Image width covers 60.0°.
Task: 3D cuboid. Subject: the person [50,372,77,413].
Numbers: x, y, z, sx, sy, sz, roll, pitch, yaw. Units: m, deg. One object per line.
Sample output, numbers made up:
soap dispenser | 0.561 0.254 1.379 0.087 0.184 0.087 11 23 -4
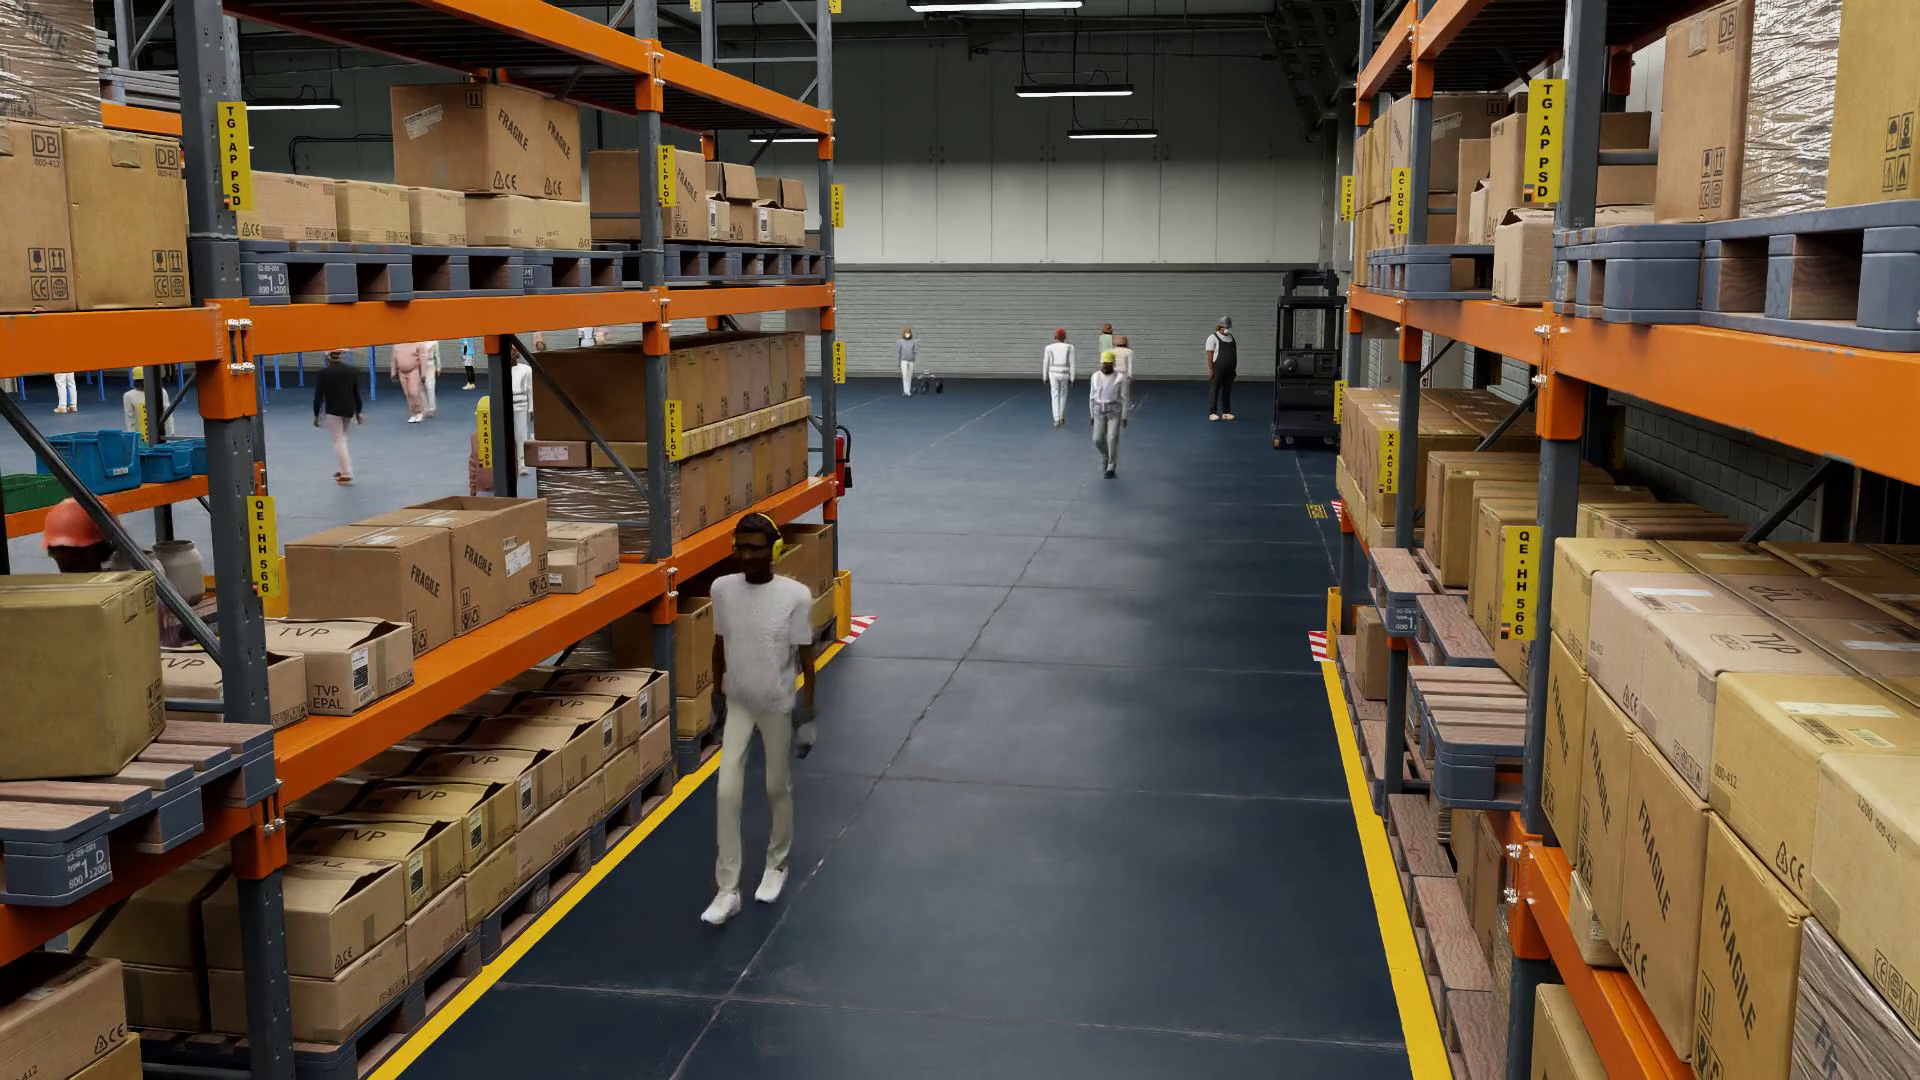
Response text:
person | -18.584 -3.568 34.435 0.429 1.843 0.633 3 10 18

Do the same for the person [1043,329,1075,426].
person | 1.875 -3.084 31.496 0.591 1.835 0.970 0 9 3

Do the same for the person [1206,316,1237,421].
person | 5.189 -3.357 32.655 0.682 2.000 0.538 -5 11 -29

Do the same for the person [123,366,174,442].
person | -10.267 -1.349 21.065 0.535 1.730 0.731 -3 10 -20

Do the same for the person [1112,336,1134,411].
person | 3.332 -3.395 34.158 0.520 1.584 0.874 4 10 23

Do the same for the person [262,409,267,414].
person | -14.669 -3.498 33.904 0.906 1.881 0.395 -3 10 -16

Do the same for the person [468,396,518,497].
person | -4.344 -0.454 15.464 0.522 1.769 0.310 3 10 21

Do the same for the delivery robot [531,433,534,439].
delivery robot | -6.286 -1.562 25.849 0.707 0.478 0.477 1 9 9

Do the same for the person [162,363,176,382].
person | -20.943 -5.131 43.788 0.376 1.934 0.547 2 9 11

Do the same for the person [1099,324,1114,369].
person | 3.580 -4.448 40.502 0.282 1.632 0.502 -6 11 -32

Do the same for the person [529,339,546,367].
person | -8.056 -3.084 32.182 0.521 1.615 0.756 -2 9 -12

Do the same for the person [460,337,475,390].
person | -12.139 -4.557 40.983 0.316 1.696 0.541 0 9 0

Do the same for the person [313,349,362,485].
person | -8.607 -1.756 22.840 0.701 1.970 0.648 6 11 31

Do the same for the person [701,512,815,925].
person | -0.937 0.798 7.485 0.567 1.842 0.809 2 9 11

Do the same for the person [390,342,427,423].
person | -10.616 -3.186 31.962 0.654 1.880 0.587 2 9 13

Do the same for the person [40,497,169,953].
person | -3.690 0.802 7.046 0.630 1.983 1.067 1 9 7

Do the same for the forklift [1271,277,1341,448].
forklift | 5.847 -3.016 27.970 1.129 2.768 1.873 1 9 9

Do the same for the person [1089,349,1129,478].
person | 2.119 -1.800 23.620 0.599 1.818 0.499 5 10 26

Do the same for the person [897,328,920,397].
person | -1.199 -4.128 38.656 0.514 1.583 0.852 -2 9 -10

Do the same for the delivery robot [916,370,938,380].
delivery robot | -0.790 -3.953 39.803 0.335 0.223 0.698 6 10 32

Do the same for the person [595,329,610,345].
person | -6.441 -2.829 29.795 0.675 1.859 0.980 2 10 15

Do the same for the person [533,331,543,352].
person | -10.756 -4.816 42.396 0.337 1.759 0.525 -3 10 -18

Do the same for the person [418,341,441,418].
person | -10.614 -3.352 32.889 0.595 1.908 0.893 -1 9 -7

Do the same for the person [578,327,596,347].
person | -10.216 -5.313 45.636 0.540 1.697 0.317 -5 11 -29

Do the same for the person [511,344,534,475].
person | -6.412 -1.879 23.885 0.585 1.882 0.337 -1 9 -8
